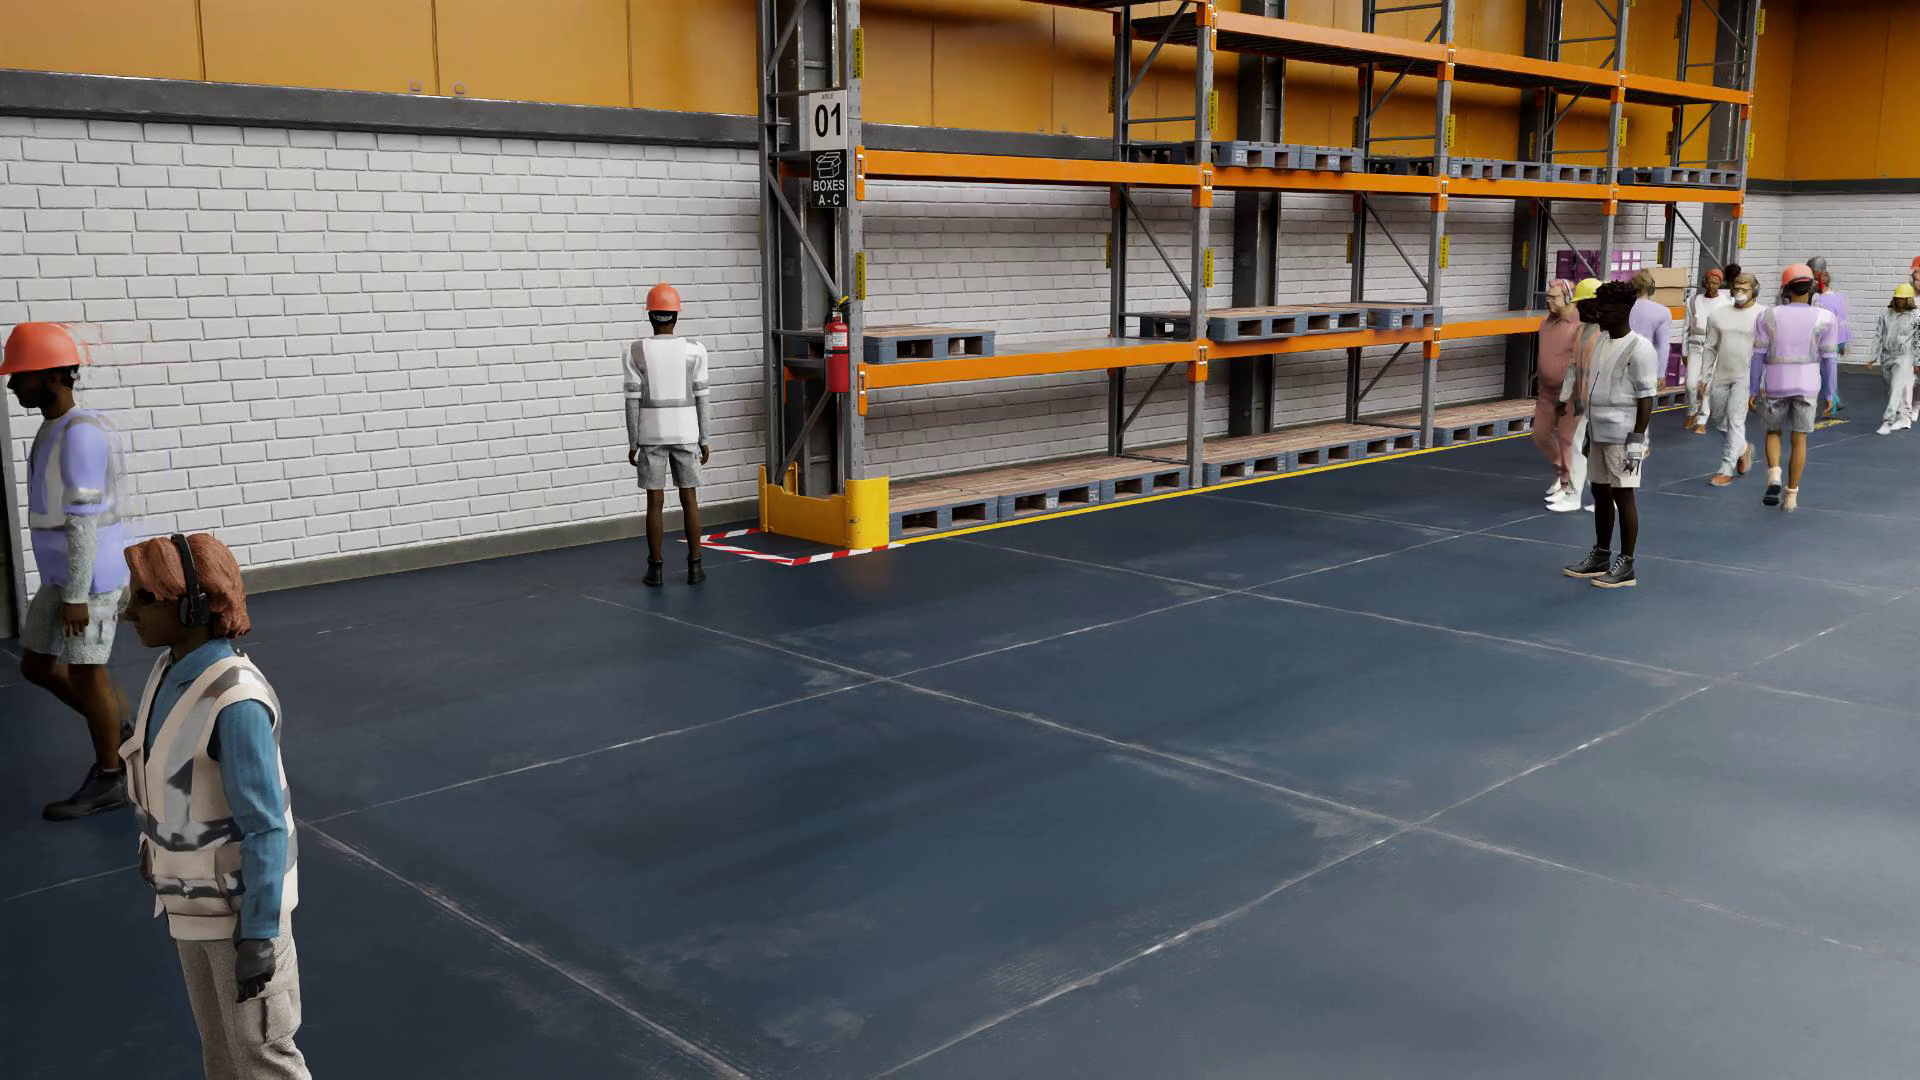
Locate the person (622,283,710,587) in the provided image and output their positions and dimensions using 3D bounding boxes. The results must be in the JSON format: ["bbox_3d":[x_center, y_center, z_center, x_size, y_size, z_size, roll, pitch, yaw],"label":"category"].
[{"bbox_3d":[-1.870,-0.662,10.634,0.544,1.939,0.354,-3,11,-15],"label":"person"}]

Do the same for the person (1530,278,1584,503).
[{"bbox_3d":[5.066,-1.253,13.998,0.413,1.886,0.687,-4,11,-22],"label":"person"}]

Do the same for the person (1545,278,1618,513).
[{"bbox_3d":[5.022,-1.148,13.409,0.852,1.888,0.598,-1,10,-7],"label":"person"}]

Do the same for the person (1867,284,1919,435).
[{"bbox_3d":[10.703,-2.072,18.973,0.900,1.699,0.487,-7,13,-35],"label":"person"}]

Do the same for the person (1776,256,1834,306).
[{"bbox_3d":[10.643,-2.617,21.016,0.682,2.000,0.953,7,12,33],"label":"person"}]

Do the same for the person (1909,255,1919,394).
[{"bbox_3d":[13.472,-3.012,23.359,0.472,1.971,0.646,2,11,9],"label":"person"}]

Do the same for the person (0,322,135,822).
[{"bbox_3d":[-3.403,0.134,6.354,0.391,1.923,0.541,-9,14,-42],"label":"person"}]

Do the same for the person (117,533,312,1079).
[{"bbox_3d":[-1.567,0.789,3.536,0.311,1.638,0.522,-9,14,-41],"label":"person"}]

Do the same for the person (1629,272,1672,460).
[{"bbox_3d":[6.622,-1.678,16.331,0.647,1.885,1.009,7,12,33],"label":"person"}]

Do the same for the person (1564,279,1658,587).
[{"bbox_3d":[4.185,-0.680,10.658,0.365,1.962,0.613,-2,11,-9],"label":"person"}]

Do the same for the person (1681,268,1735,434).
[{"bbox_3d":[8.443,-2.125,18.800,0.570,1.869,0.404,6,12,30],"label":"person"}]

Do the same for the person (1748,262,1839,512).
[{"bbox_3d":[6.737,-1.223,13.459,0.635,2.021,0.493,6,12,28],"label":"person"}]

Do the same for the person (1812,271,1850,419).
[{"bbox_3d":[10.577,-2.372,20.327,0.598,1.810,0.488,-10,14,-42],"label":"person"}]

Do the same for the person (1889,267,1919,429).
[{"bbox_3d":[11.225,-2.262,19.513,0.649,1.884,0.780,4,11,20],"label":"person"}]

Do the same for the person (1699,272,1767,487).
[{"bbox_3d":[7.050,-1.459,15.033,0.828,1.918,0.635,-8,13,-37],"label":"person"}]

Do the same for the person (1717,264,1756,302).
[{"bbox_3d":[9.635,-2.490,20.788,0.613,1.874,0.965,9,14,42],"label":"person"}]
